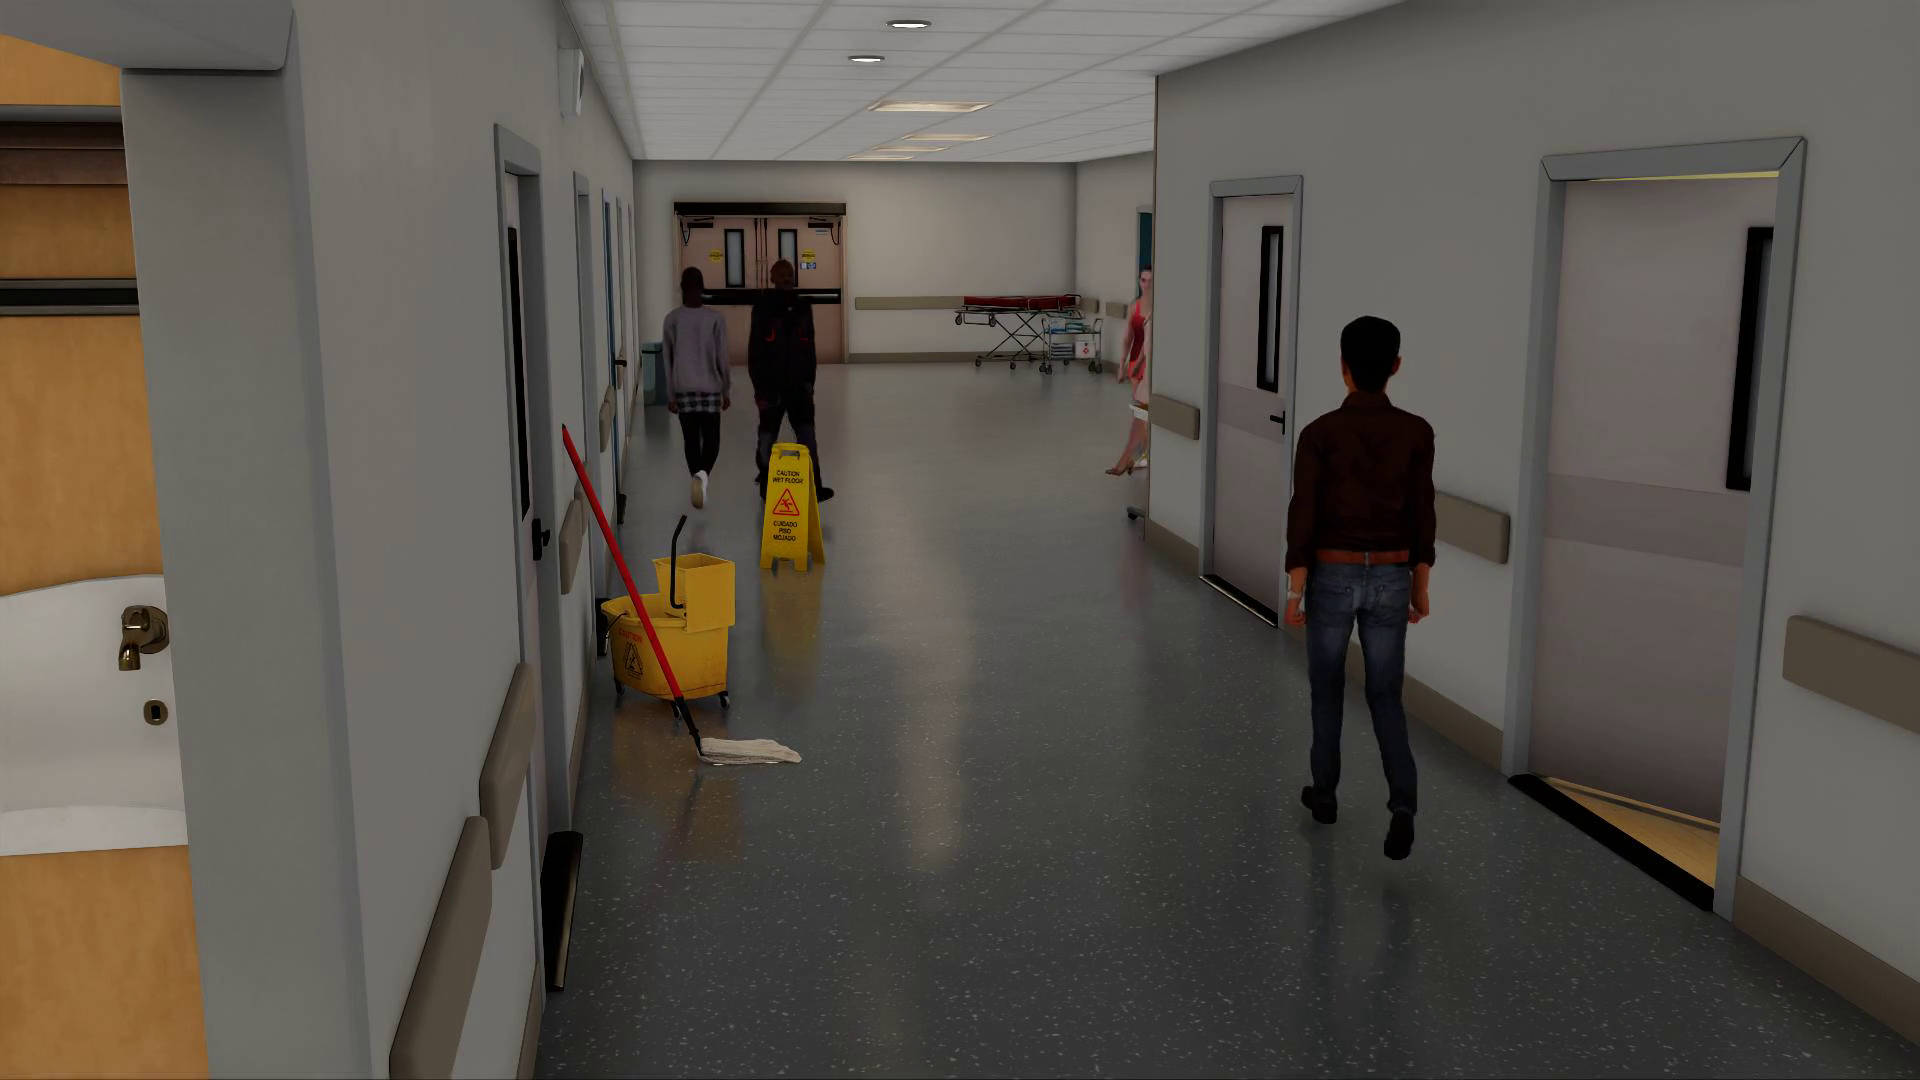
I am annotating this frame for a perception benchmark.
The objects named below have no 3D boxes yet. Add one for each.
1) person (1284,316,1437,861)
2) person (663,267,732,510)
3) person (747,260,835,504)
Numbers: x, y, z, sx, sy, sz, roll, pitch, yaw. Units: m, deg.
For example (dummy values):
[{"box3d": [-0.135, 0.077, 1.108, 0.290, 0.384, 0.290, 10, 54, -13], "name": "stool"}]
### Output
[{"box3d": [1.330, 0.184, 5.403, 0.774, 1.753, 1.120, 0, 11, 0], "name": "person"}, {"box3d": [-1.890, -1.056, 11.937, 0.693, 1.753, 1.084, -1, 11, -6], "name": "person"}, {"box3d": [-1.344, -1.141, 12.296, 0.943, 1.786, 1.274, -5, 12, -26], "name": "person"}]
